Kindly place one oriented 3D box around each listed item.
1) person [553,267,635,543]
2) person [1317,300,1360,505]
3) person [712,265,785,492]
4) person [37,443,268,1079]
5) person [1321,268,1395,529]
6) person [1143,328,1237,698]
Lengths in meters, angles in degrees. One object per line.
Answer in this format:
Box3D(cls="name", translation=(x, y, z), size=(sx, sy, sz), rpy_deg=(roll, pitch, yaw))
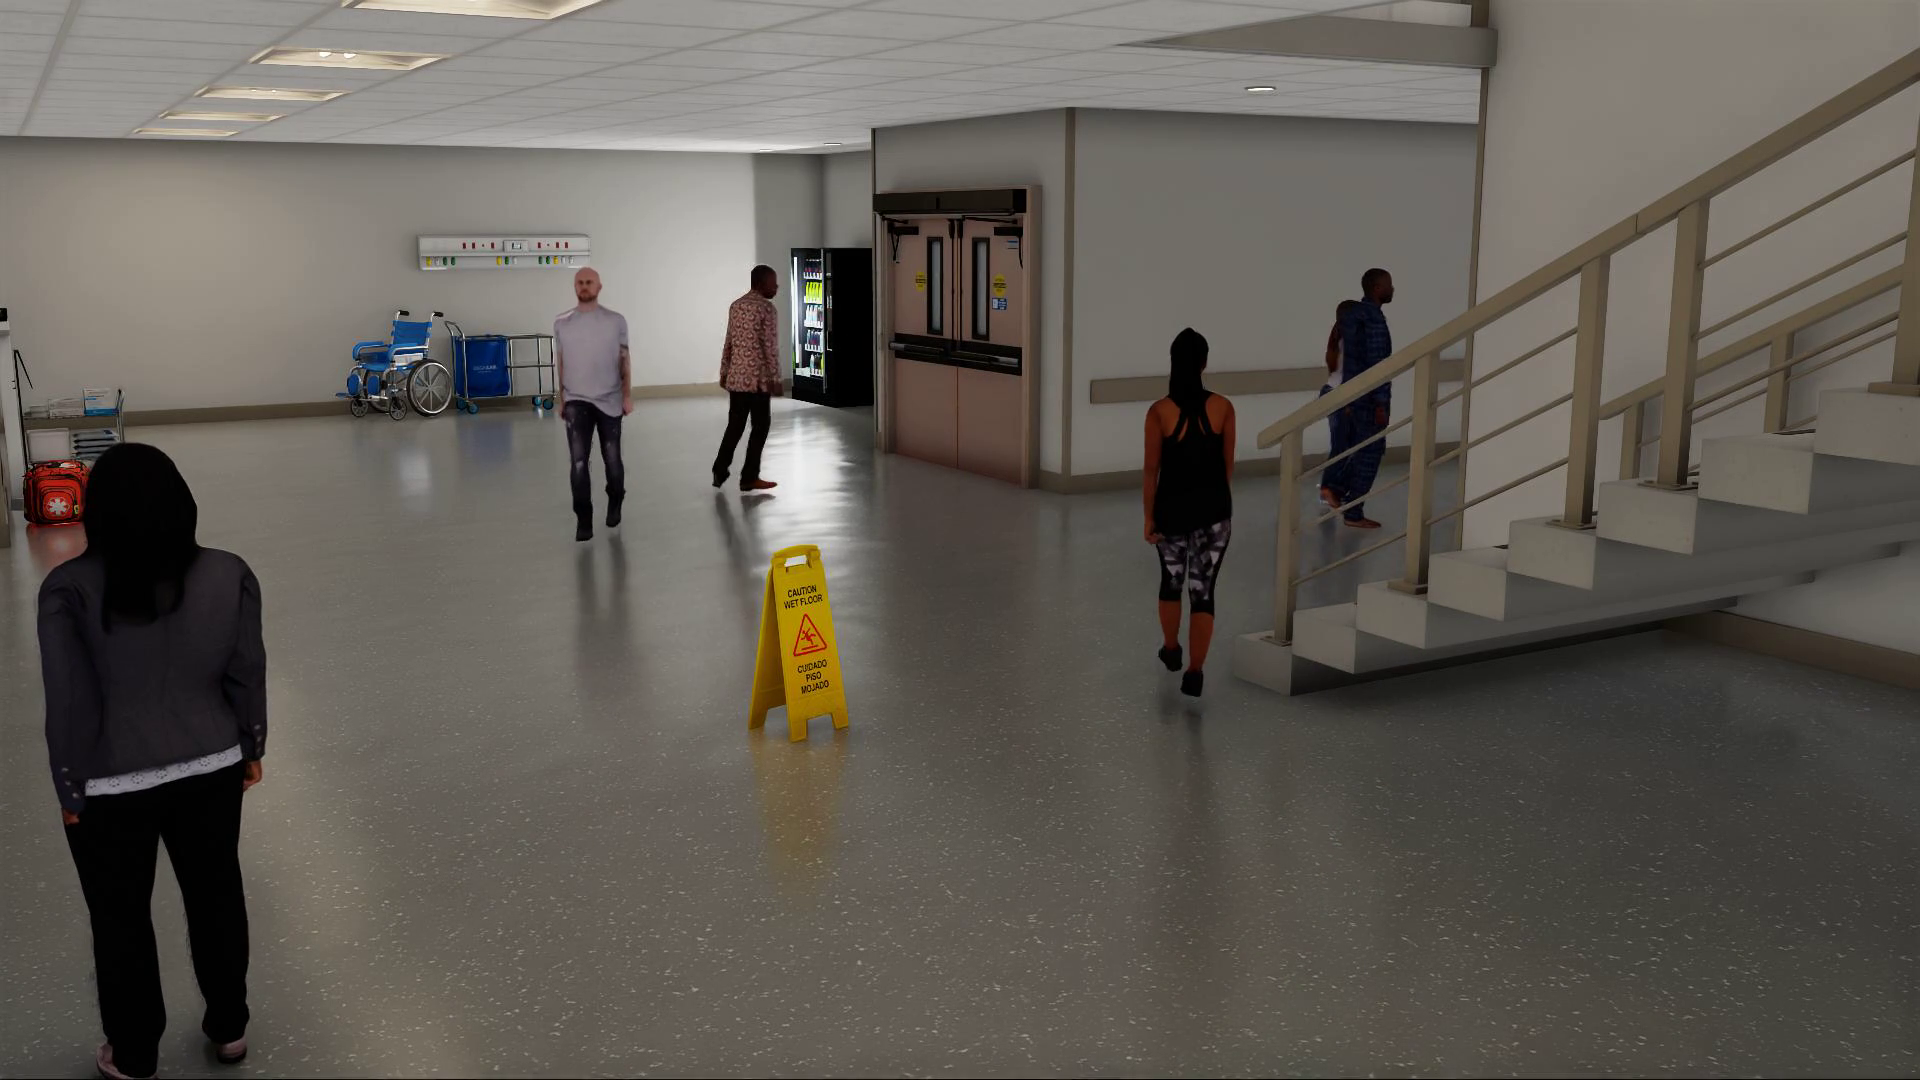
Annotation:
Box3D(cls="person", translation=(-2.468, -0.923, 11.352), size=(1.024, 1.795, 1.294), rpy_deg=(-1, 11, -4))
Box3D(cls="person", translation=(2.824, -1.044, 12.652), size=(0.692, 1.547, 0.623), rpy_deg=(-1, 11, -4))
Box3D(cls="person", translation=(-1.714, -1.268, 13.219), size=(0.789, 1.777, 1.012), rpy_deg=(5, 12, 25))
Box3D(cls="person", translation=(-1.982, 0.554, 4.097), size=(0.733, 1.596, 0.732), rpy_deg=(-10, 15, -42))
Box3D(cls="person", translation=(2.758, -0.982, 11.616), size=(0.882, 1.812, 0.796), rpy_deg=(-1, 11, -5))
Box3D(cls="person", translation=(1.048, -0.088, 7.406), size=(0.967, 1.625, 1.123), rpy_deg=(1, 11, 4))
